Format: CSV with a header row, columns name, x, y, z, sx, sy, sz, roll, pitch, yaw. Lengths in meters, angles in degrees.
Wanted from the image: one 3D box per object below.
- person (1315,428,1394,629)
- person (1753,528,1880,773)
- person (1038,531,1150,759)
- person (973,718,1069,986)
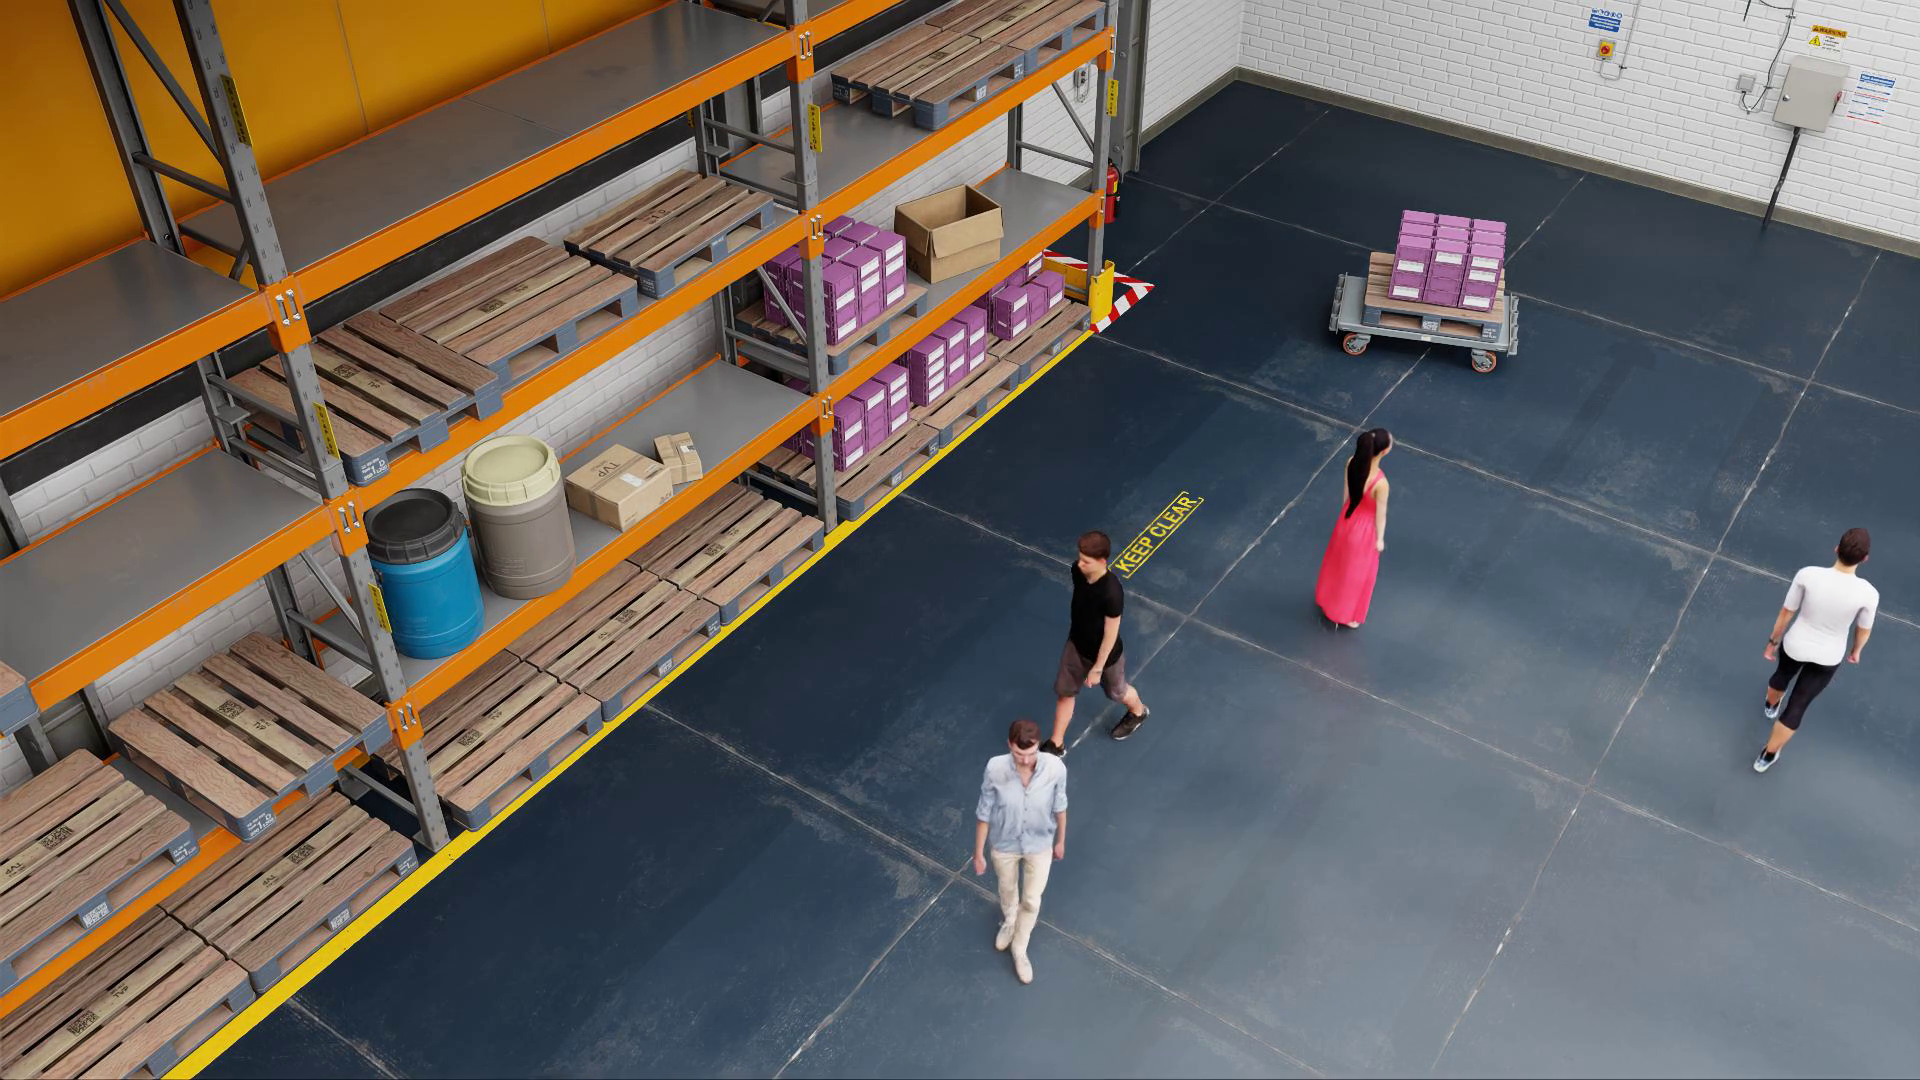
name,x,y,z,sx,sy,sz,roll,pitch,yaw
person,2.824,-0.054,11.778,0.734,1.720,0.729,-17,42,-20
person,5.450,0.762,10.675,0.712,1.823,1.074,27,46,30
person,0.967,0.667,10.787,1.271,1.831,0.908,-25,45,-28
person,0.361,1.677,9.522,0.860,1.831,0.914,3,39,4
